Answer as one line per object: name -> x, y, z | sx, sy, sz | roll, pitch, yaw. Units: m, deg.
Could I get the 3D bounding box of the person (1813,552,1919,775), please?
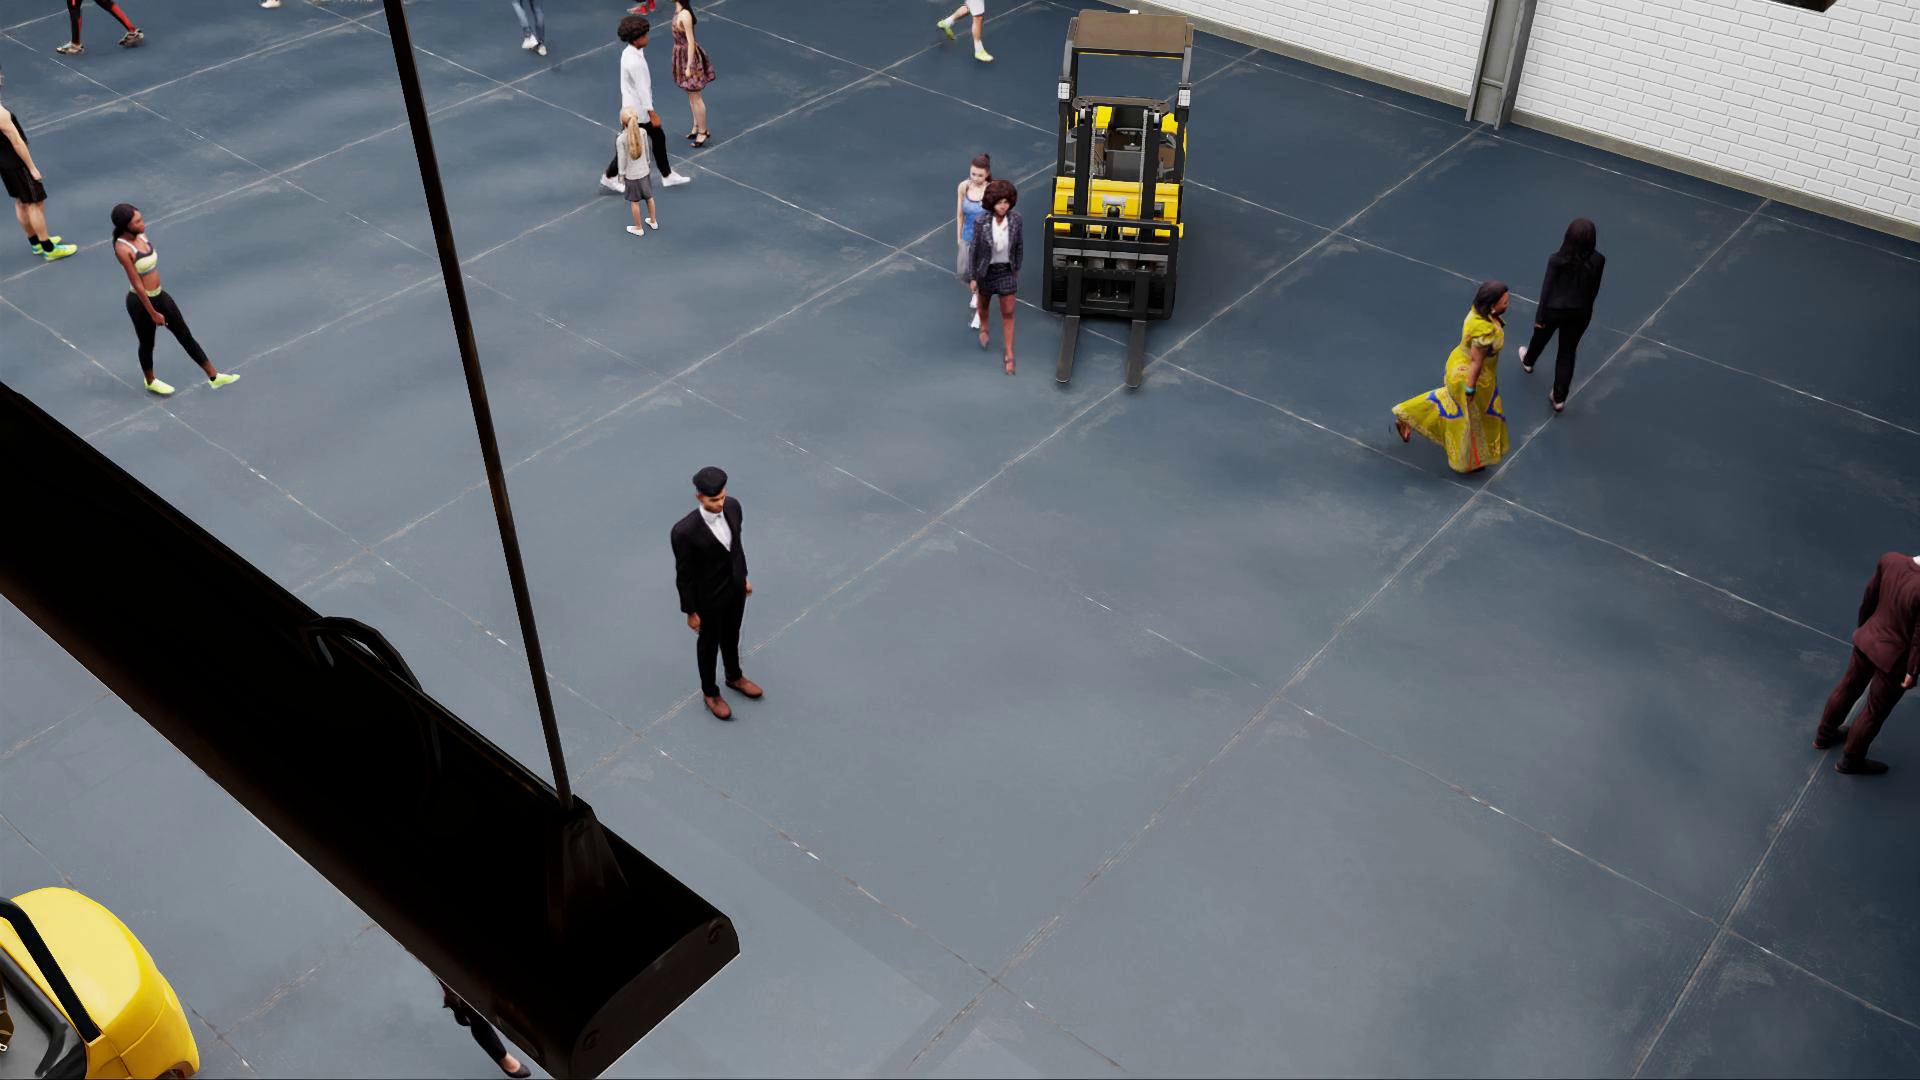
person -> 5.655, 0.657, 10.128 | 0.841, 1.865, 0.745 | -9, 40, -11

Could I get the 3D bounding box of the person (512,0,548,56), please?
person -> -4.948, -6.464, 19.065 | 0.753, 1.839, 0.729 | -23, 44, -26

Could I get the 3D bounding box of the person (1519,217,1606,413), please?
person -> 4.901, -1.784, 13.421 | 1.134, 1.569, 1.159 | -1, 39, -1

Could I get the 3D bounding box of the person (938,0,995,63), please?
person -> 0.082, -6.386, 19.000 | 1.119, 1.798, 0.834 | 13, 41, 16

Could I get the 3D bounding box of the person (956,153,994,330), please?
person -> 0.194, -2.624, 14.452 | 0.712, 1.596, 0.729 | 16, 41, 19

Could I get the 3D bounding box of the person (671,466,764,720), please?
person -> -1.550, 0.301, 10.559 | 0.523, 1.882, 0.687 | 28, 46, 30

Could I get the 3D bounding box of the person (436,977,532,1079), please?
person -> -2.538, 2.096, 8.392 | 0.874, 1.782, 0.741 | 17, 42, 20

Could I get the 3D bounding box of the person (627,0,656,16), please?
person -> -3.874, -7.267, 20.155 | 0.702, 1.733, 0.653 | -19, 42, -22

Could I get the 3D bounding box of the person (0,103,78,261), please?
person -> -8.694, -3.477, 15.283 | 0.533, 1.891, 0.746 | 24, 44, 27

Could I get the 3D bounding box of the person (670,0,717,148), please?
person -> -2.814, -4.933, 17.200 | 0.858, 1.774, 0.780 | -11, 40, -13

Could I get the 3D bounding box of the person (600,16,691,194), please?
person -> -3.237, -4.218, 16.307 | 1.148, 1.772, 1.106 | -4, 39, -5

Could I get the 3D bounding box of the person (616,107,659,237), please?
person -> -3.086, -3.525, 15.836 | 0.525, 1.275, 0.538 | -31, 48, -32

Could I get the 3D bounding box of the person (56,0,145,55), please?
person -> -10.043, -6.511, 19.183 | 1.121, 1.766, 1.192 | -11, 40, -13

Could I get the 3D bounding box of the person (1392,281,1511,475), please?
person -> 3.804, -1.246, 12.692 | 1.311, 1.637, 1.113 | 8, 39, 10

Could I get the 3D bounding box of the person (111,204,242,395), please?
person -> -6.641, -1.899, 13.446 | 1.130, 1.717, 0.936 | 6, 39, 8

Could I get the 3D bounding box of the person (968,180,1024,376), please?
person -> 0.271, -2.257, 13.948 | 1.058, 1.650, 1.139 | -4, 39, -5
